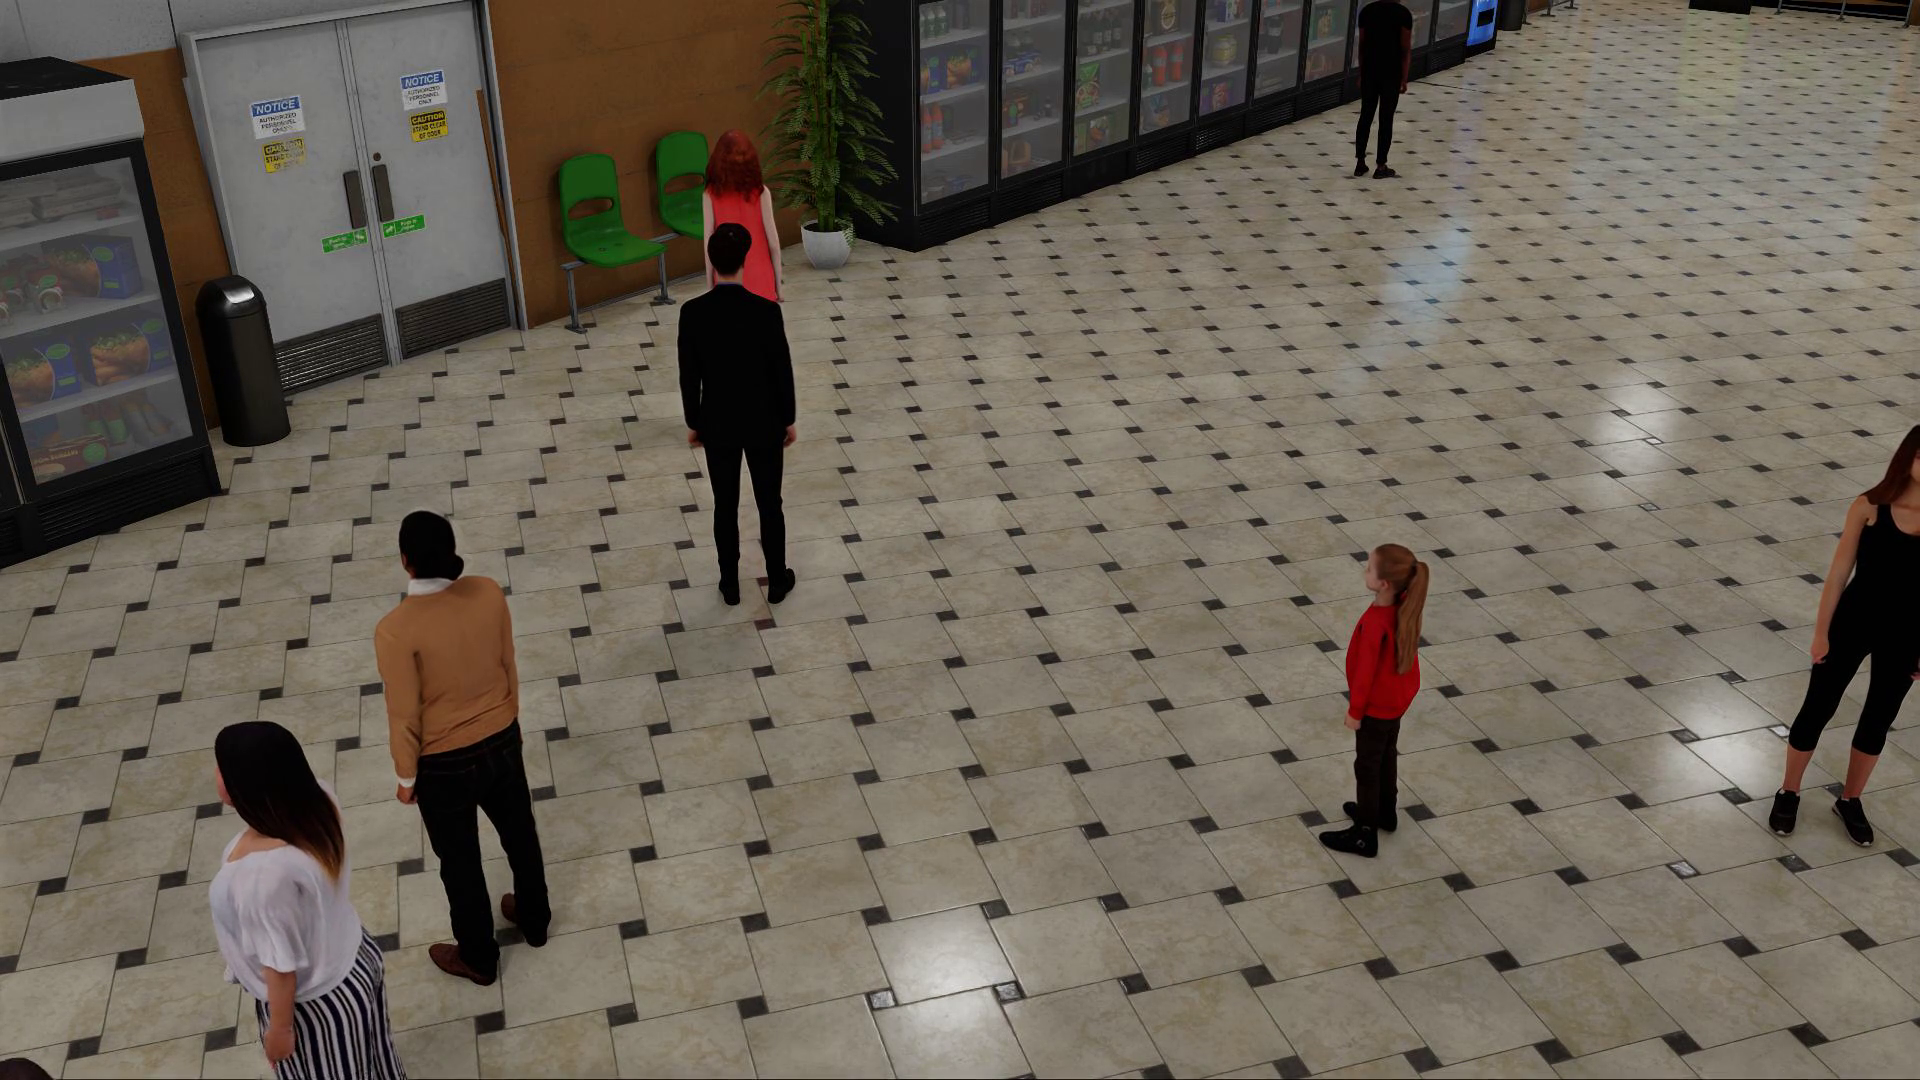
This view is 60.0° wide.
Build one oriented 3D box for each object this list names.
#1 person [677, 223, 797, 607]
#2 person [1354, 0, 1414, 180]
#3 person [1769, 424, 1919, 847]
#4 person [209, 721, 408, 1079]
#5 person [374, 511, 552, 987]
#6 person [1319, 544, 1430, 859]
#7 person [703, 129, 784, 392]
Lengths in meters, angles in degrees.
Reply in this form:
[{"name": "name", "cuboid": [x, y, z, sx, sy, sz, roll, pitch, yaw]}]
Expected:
[{"name": "person", "cuboid": [-1.041, -0.570, 7.892, 0.772, 1.894, 0.847, 0, 27, -1]}, {"name": "person", "cuboid": [3.851, -4.240, 15.212, 0.501, 1.820, 0.727, 19, 32, 33]}, {"name": "person", "cuboid": [3.444, 0.350, 6.263, 0.581, 1.726, 0.702, 7, 28, 13]}, {"name": "person", "cuboid": [-1.788, 1.214, 4.611, 0.839, 1.680, 0.780, -2, 27, -4]}, {"name": "person", "cuboid": [-1.652, 0.698, 5.546, 0.575, 1.754, 0.641, 20, 33, 34]}, {"name": "person", "cuboid": [1.586, 0.596, 6.273, 0.492, 1.280, 0.496, 18, 32, 31]}, {"name": "person", "cuboid": [-1.273, -1.506, 9.811, 0.646, 1.828, 0.731, 1, 27, 1]}]
